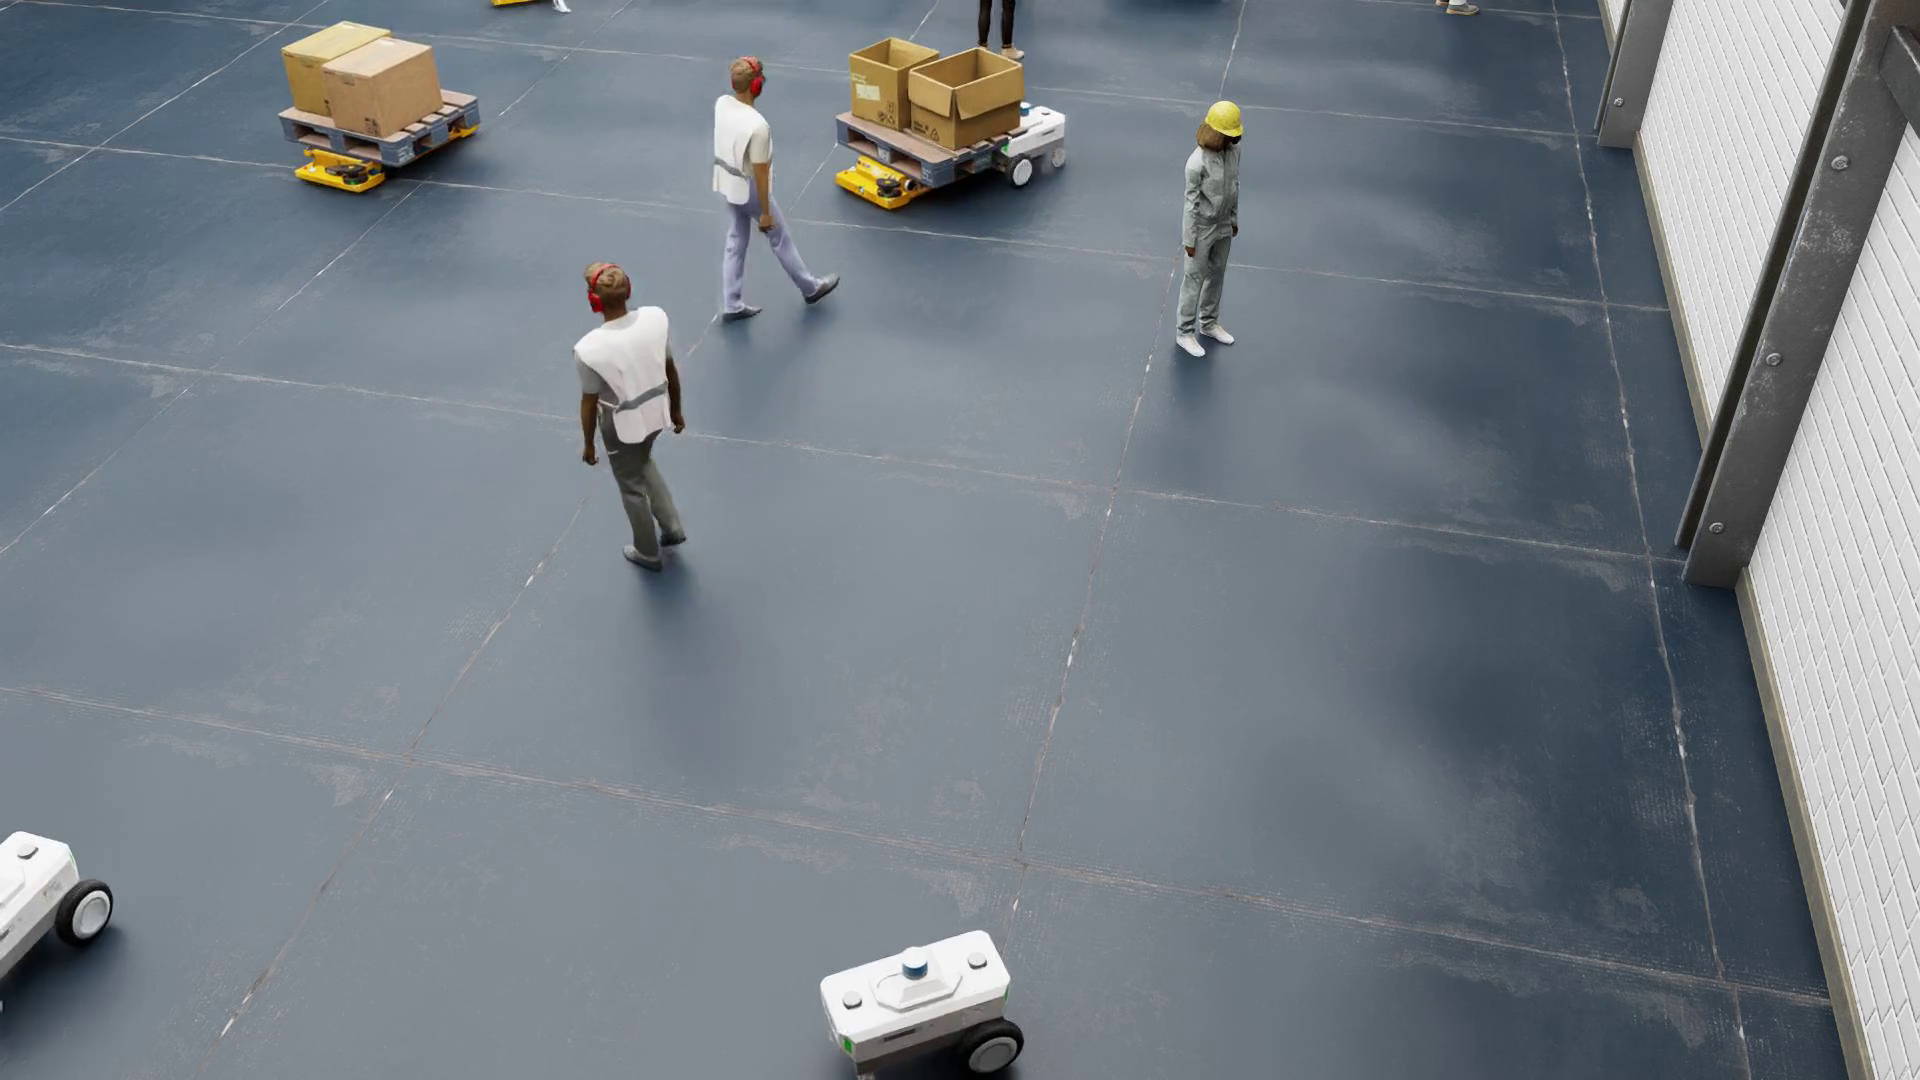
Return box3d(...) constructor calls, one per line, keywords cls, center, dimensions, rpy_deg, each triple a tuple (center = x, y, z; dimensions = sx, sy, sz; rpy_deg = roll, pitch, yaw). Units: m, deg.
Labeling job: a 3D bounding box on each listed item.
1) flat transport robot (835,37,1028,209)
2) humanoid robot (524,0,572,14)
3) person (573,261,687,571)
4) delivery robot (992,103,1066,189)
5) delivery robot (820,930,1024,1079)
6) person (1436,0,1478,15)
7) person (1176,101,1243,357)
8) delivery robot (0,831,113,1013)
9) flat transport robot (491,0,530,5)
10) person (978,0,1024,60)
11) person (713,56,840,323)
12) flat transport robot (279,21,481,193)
box3d(cls="flat transport robot", center=(-0.233, -3.016, 13.255), dimensions=(1.431, 0.231, 0.659), rpy_deg=(-28, 45, -33))
box3d(cls="humanoid robot", center=(-4.205, -5.992, 16.028), dimensions=(0.914, 1.768, 0.565), rpy_deg=(30, 46, 34))
box3d(cls="person", center=(-1.734, -0.615, 8.736), dimensions=(0.466, 1.829, 0.578), rpy_deg=(26, 44, 30))
box3d(cls="delivery robot", center=(0.479, -3.159, 13.219), dimensions=(0.799, 0.608, 0.499), rpy_deg=(-29, 46, -33))
box3d(cls="delivery robot", center=(-0.147, 1.822, 6.553), dimensions=(0.779, 0.608, 0.525), rpy_deg=(-13, 39, -17))
box3d(cls="person", center=(4.892, -6.021, 15.929), dimensions=(0.358, 1.883, 0.572), rpy_deg=(-4, 37, -5))
box3d(cls="person", center=(1.618, -1.993, 10.666), dimensions=(0.487, 1.728, 0.320), rpy_deg=(-31, 46, -34))
box3d(cls="delivery robot", center=(-3.991, 1.565, 6.879), dimensions=(0.525, 0.587, 0.750), rpy_deg=(11, 38, 14))
box3d(cls="flat transport robot", center=(-4.570, -5.788, 16.964), dimensions=(0.659, 0.231, 1.431), rpy_deg=(-15, 39, -19))
box3d(cls="person", center=(0.348, -5.153, 14.929), dimensions=(0.550, 1.689, 0.322), rpy_deg=(12, 38, 15))
box3d(cls="person", center=(-1.297, -2.336, 11.069), dimensions=(0.898, 1.802, 0.573), rpy_deg=(-26, 44, -30))
box3d(cls="flat transport robot", center=(-4.657, -3.226, 13.535), dimensions=(0.659, 0.231, 1.431), rpy_deg=(17, 40, 21))
